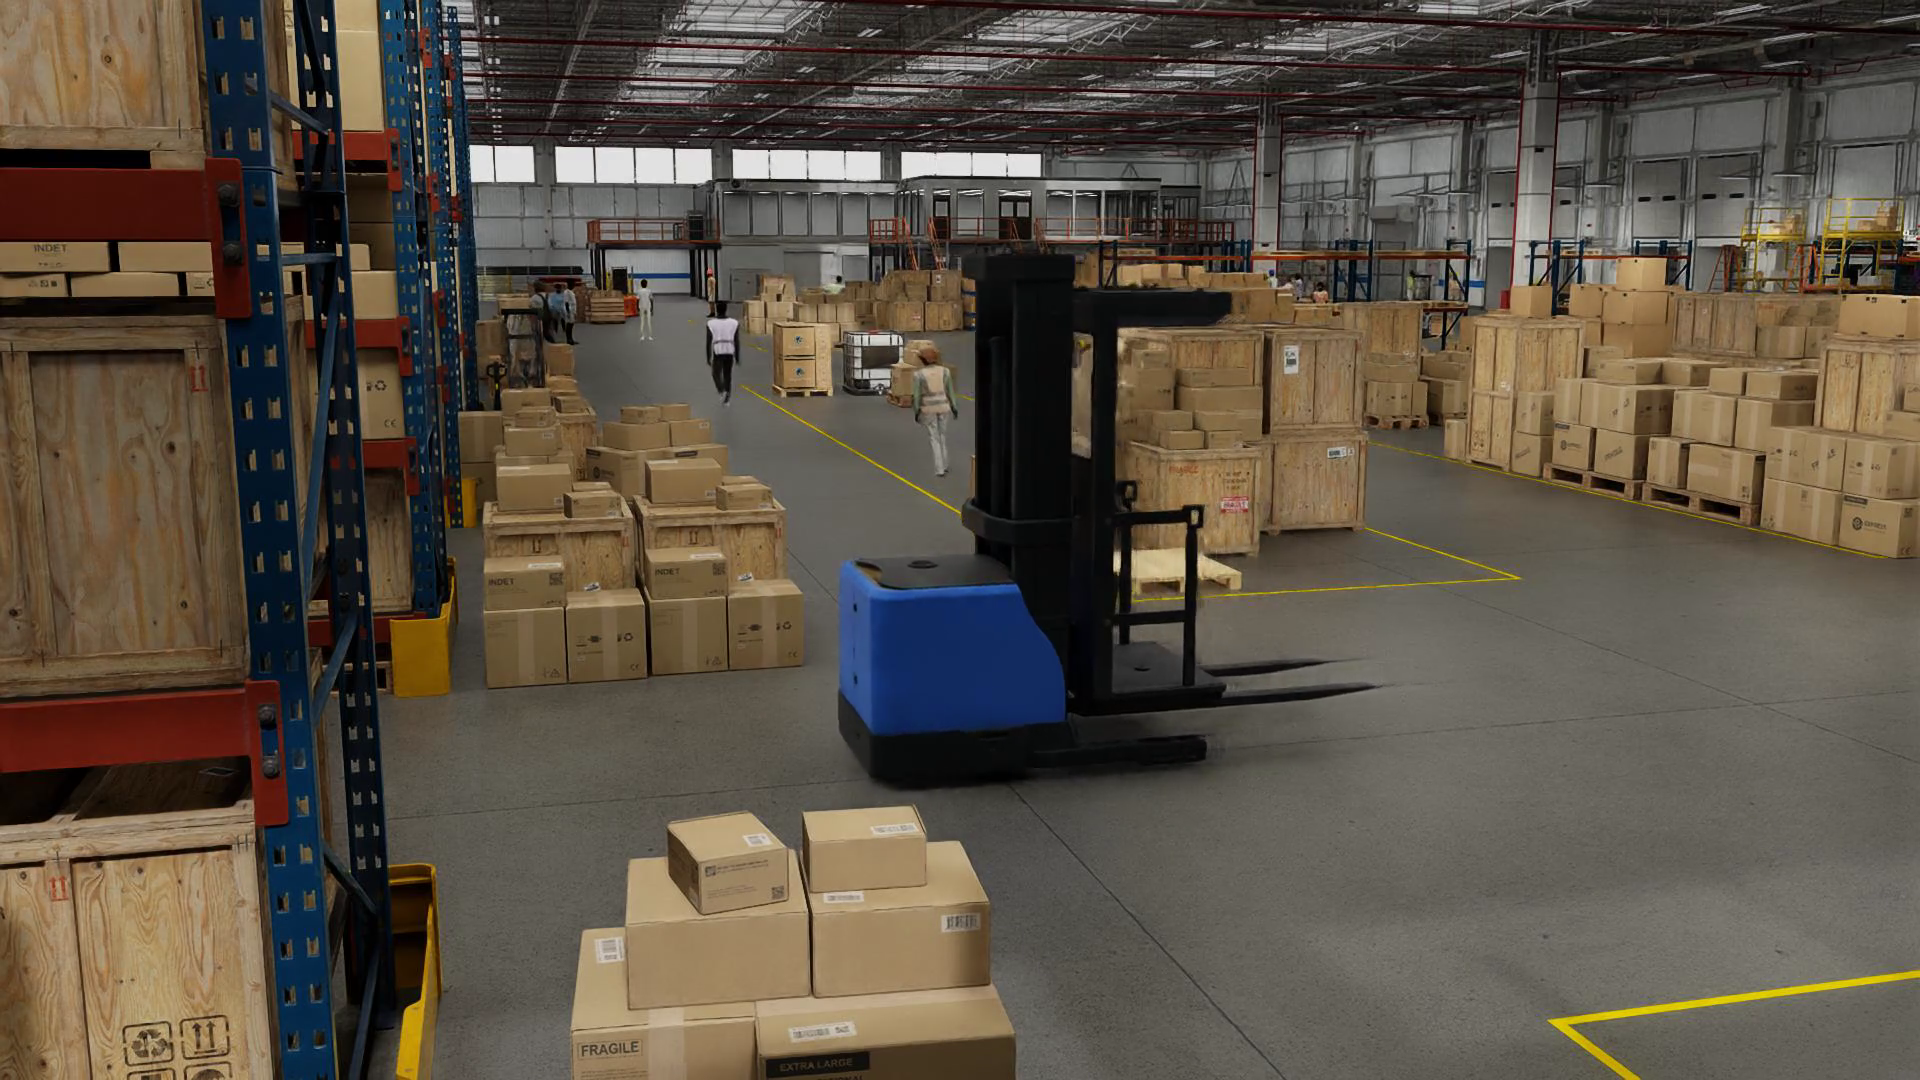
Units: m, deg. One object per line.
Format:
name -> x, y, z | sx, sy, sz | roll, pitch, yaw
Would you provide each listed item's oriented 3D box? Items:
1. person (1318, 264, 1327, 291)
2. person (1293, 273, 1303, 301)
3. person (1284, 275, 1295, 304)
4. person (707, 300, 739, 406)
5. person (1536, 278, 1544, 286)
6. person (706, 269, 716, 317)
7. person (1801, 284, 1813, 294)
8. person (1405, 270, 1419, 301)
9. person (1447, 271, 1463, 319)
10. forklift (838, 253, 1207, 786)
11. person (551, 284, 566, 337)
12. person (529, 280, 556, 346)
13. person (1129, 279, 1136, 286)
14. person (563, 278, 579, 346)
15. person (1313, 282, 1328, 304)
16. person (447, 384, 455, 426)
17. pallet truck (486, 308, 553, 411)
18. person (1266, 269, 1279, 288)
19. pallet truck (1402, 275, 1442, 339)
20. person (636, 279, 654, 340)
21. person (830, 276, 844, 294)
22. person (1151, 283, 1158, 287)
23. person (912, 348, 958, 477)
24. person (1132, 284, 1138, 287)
person -> 18.224, -12.843, 83.424 | 0.643, 1.984, 0.442 | -6, 12, -31
person -> 13.263, -9.588, 65.414 | 0.429, 1.840, 0.632 | 1, 10, 5
person -> 11.230, -8.108, 56.878 | 1.003, 1.901, 0.630 | 8, 13, 39
person -> -4.243, -3.337, 29.826 | 0.608, 1.908, 0.496 | -4, 11, -20
person -> 17.432, -6.908, 50.018 | 0.584, 1.918, 0.381 | -5, 11, -25
person -> -10.121, -10.005, 67.496 | 0.361, 1.938, 0.545 | 3, 10, 14
person -> 22.239, -5.752, 43.586 | 0.563, 1.886, 1.005 | -8, 13, -40
person -> 20.461, -11.333, 75.340 | 0.634, 1.825, 0.716 | 4, 11, 21
person -> 19.562, -9.691, 65.784 | 0.620, 1.911, 0.420 | 2, 10, 9
forklift -> 0.312, -0.186, 9.225 | 1.873, 2.768, 1.129 | -3, 10, -15
person -> -12.772, -7.316, 52.979 | 0.535, 1.693, 0.320 | 1, 10, 4
person -> -10.786, -5.724, 42.962 | 0.768, 2.000, 0.689 | 6, 12, 30
person -> 6.056, -8.297, 58.473 | 0.495, 1.709, 0.835 | 5, 11, 27
person -> -11.314, -6.629, 48.308 | 0.368, 1.963, 0.603 | 0, 10, 2
person -> 11.979, -7.731, 55.329 | 0.533, 1.690, 0.321 | 6, 12, 31
person -> -6.338, -1.584, 20.083 | 0.429, 1.845, 0.621 | 7, 12, 36
pallet truck -> -6.242, -2.418, 24.362 | 0.823, 1.965, 1.885 | 1, 10, 3
person -> 12.556, -9.927, 67.020 | 0.608, 1.946, 0.406 | -5, 11, -27
pallet truck -> 14.620, -7.324, 52.145 | 0.823, 1.965, 1.885 | 8, 13, 40
person -> -9.666, -7.060, 51.012 | 0.531, 1.870, 0.316 | -3, 10, -15
person -> -4.331, -8.325, 58.235 | 0.602, 1.856, 1.040 | 3, 10, 17
person -> 5.318, -6.095, 45.590 | 0.554, 1.865, 0.353 | -4, 11, -24
person -> -0.331, -1.605, 20.838 | 0.570, 1.607, 0.596 | -4, 11, -23
person -> 4.919, -6.381, 47.358 | 0.541, 1.794, 0.945 | -8, 13, -37
